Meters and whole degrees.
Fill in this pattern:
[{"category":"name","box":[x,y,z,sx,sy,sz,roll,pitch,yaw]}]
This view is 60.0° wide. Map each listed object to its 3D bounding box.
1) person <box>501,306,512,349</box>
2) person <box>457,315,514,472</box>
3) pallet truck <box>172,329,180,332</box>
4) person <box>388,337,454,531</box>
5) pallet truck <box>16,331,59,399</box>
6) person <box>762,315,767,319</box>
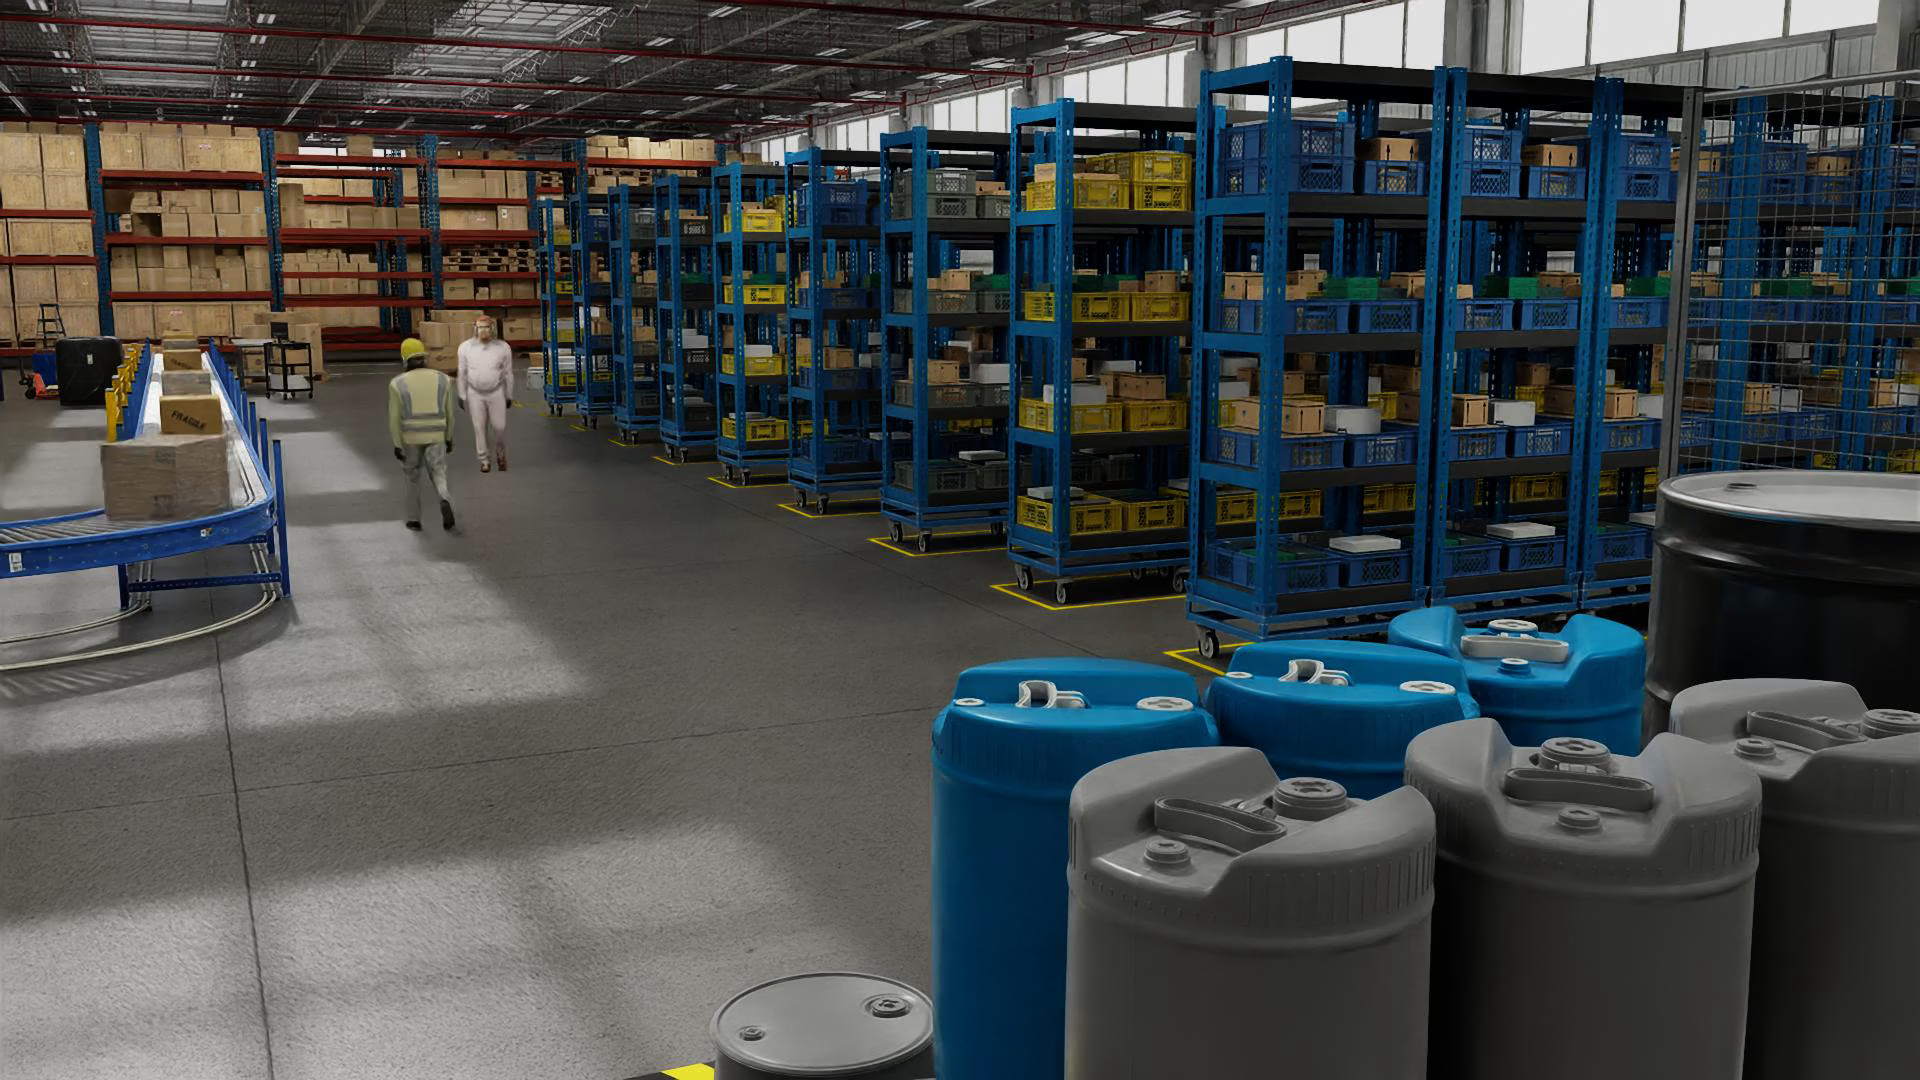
[{"category":"person","box":[-14.030,-6.726,51.335,0.295,1.745,0.486,1,9,6]},{"category":"person","box":[-5.704,-1.746,19.990,0.648,1.891,0.448,-2,9,-12]},{"category":"pallet truck","box":[-17.275,-3.851,35.096,1.601,1.201,0.680,0,9,1]},{"category":"person","box":[-4.952,-0.959,15.347,0.602,1.809,0.658,-6,11,-32]},{"category":"pallet truck","box":[-17.082,-3.353,31.781,1.630,1.274,0.653,-4,10,-25]},{"category":"person","box":[-4.135,-4.232,35.084,0.376,1.995,0.612,3,10,20]}]
